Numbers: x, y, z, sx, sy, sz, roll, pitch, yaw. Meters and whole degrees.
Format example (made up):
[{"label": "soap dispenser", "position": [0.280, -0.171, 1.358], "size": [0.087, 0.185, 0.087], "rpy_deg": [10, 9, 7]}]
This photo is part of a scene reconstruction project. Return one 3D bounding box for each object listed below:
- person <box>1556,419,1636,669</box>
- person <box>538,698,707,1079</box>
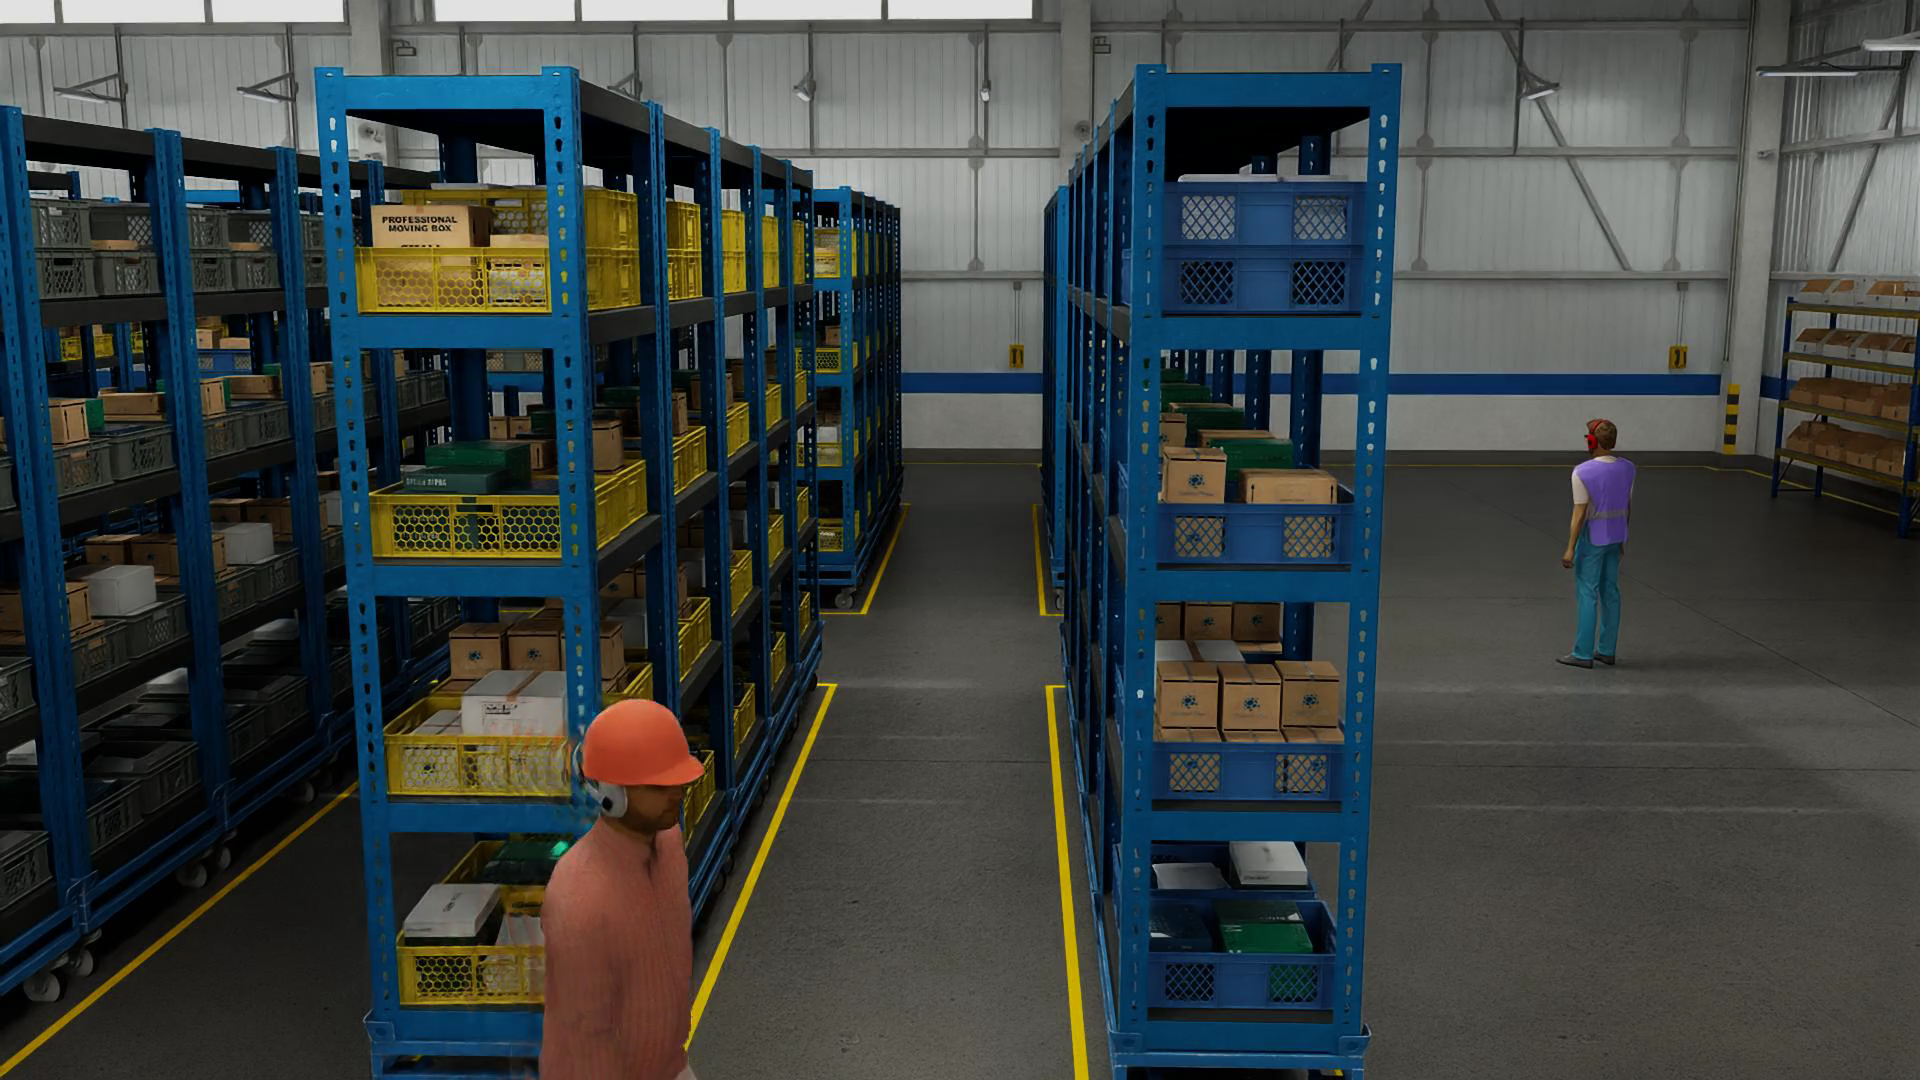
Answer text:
[{"label": "person", "position": [4.702, 0.034, 12.257], "size": [0.566, 1.843, 0.389], "rpy_deg": [-5, 11, -26]}, {"label": "person", "position": [-0.822, 1.352, 4.162], "size": [0.507, 1.978, 0.617], "rpy_deg": [4, 10, 21]}]
